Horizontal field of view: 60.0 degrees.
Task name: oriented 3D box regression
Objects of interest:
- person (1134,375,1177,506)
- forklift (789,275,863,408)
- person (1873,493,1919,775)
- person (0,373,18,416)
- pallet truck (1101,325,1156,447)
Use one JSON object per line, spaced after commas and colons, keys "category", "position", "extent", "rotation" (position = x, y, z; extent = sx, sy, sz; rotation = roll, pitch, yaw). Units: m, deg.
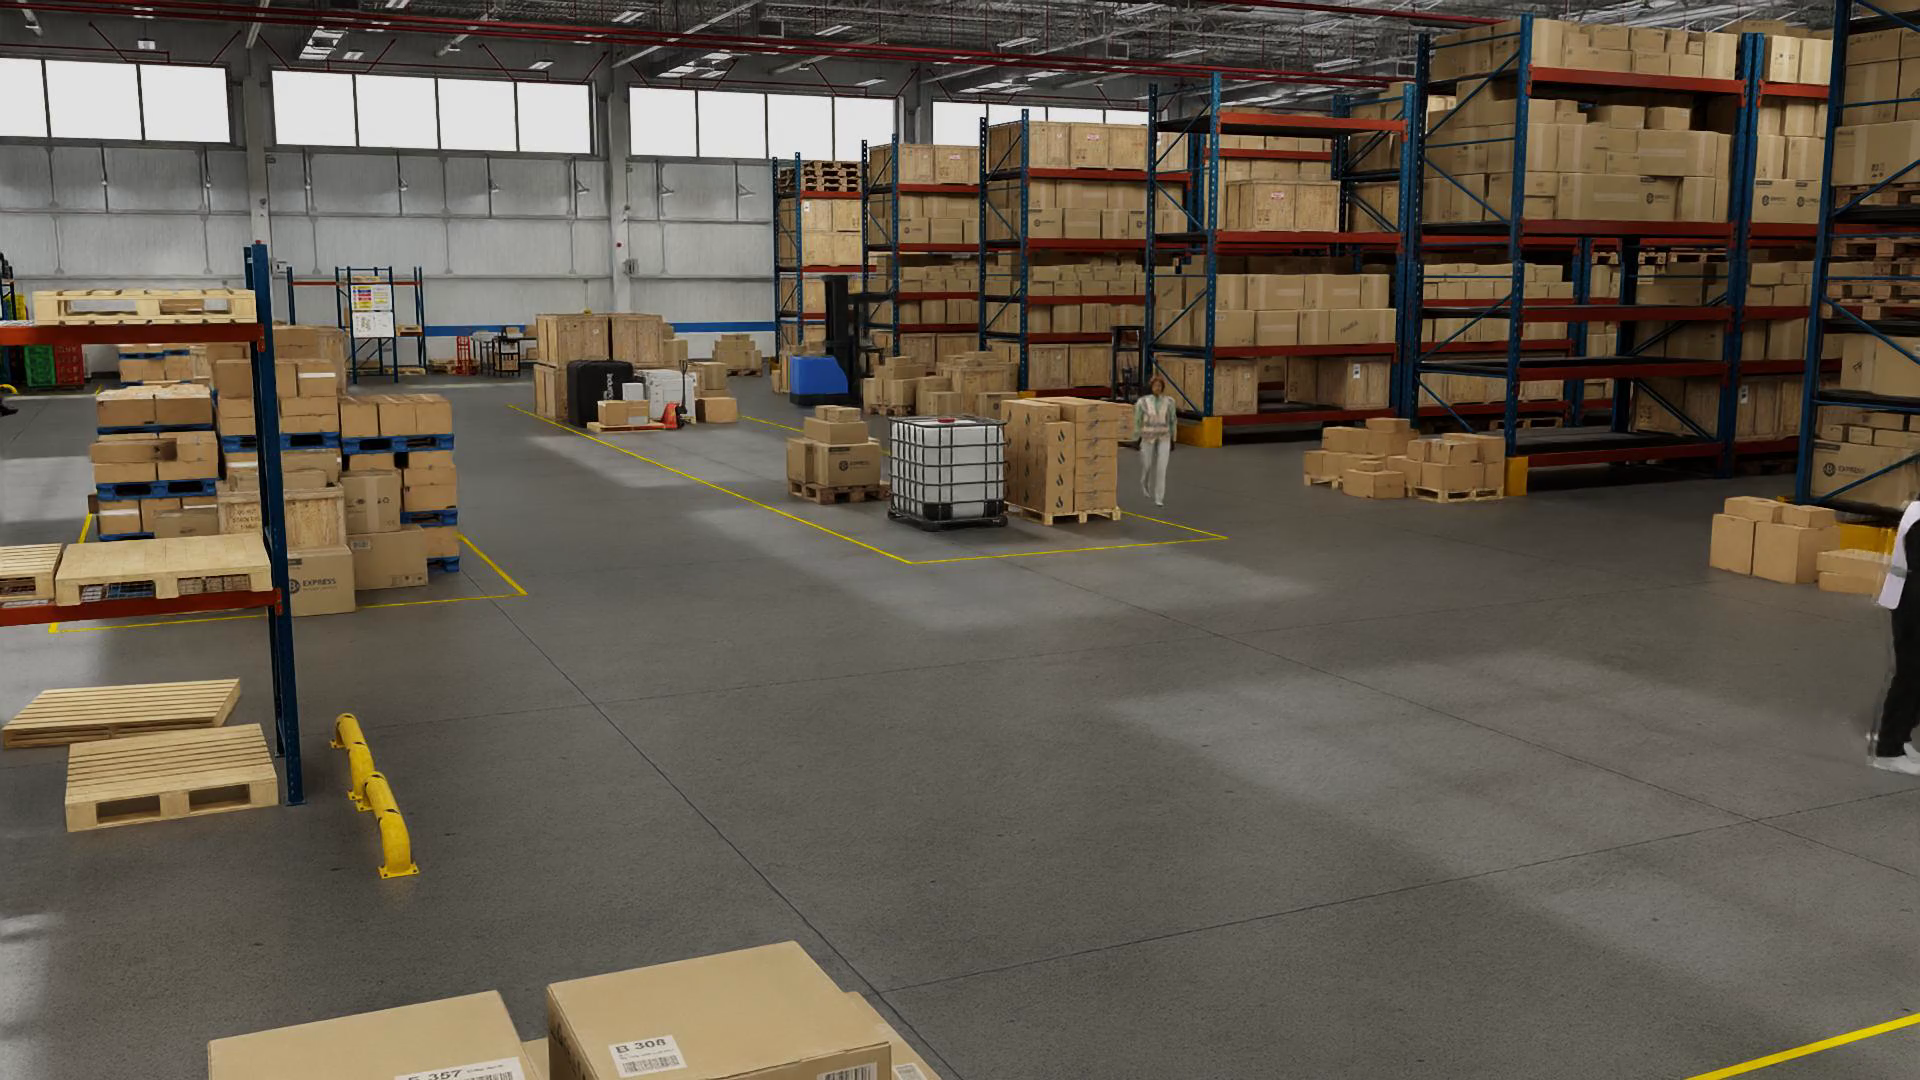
{"category": "person", "position": [2.436, -1.251, 20.719], "extent": [0.529, 1.620, 0.547], "rotation": [0, 9, 1]}
{"category": "forklift", "position": [-2.662, -4.273, 35.599], "extent": [1.873, 2.768, 1.129], "rotation": [-3, 10, -19]}
{"category": "person", "position": [5.521, 0.416, 9.531], "extent": [0.455, 1.900, 0.617], "rotation": [6, 11, 34]}
{"category": "person", "position": [-19.393, -3.366, 33.084], "extent": [1.011, 1.890, 0.550], "rotation": [-9, 13, -43]}
{"category": "pallet truck", "position": [2.881, -2.596, 27.923], "extent": [0.823, 1.965, 1.885], "rotation": [-1, 9, -7]}
